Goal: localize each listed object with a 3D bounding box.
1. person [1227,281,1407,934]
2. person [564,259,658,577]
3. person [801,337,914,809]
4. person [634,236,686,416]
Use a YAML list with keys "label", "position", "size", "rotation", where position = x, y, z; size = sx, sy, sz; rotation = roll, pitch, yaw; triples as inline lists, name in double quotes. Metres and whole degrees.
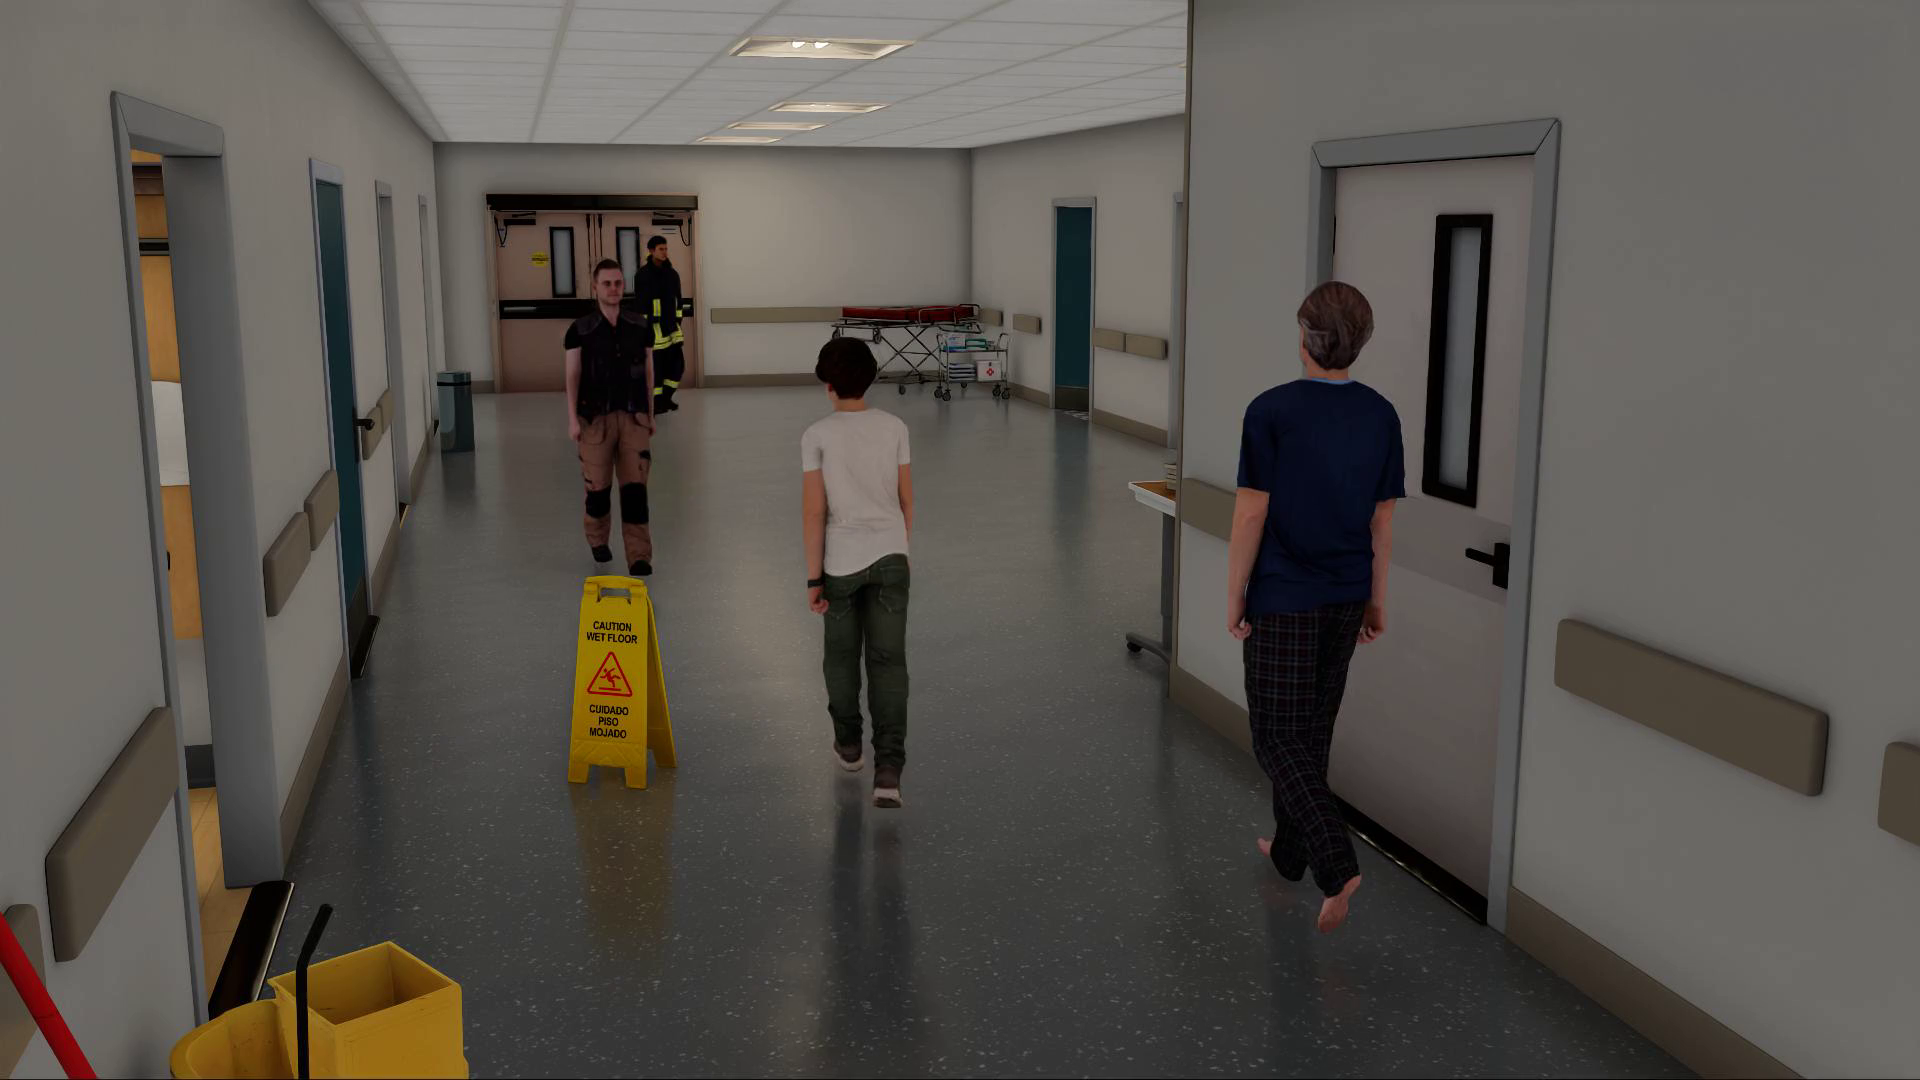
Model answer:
- label: "person"
  position: [1.037, 0.216, 4.791]
  size: [0.663, 1.841, 1.058]
  rotation: [-2, 11, -13]
- label: "person"
  position: [-2.043, -0.688, 9.696]
  size: [0.752, 1.789, 1.223]
  rotation: [-4, 11, -20]
- label: "person"
  position: [-0.320, 0.145, 5.775]
  size: [0.630, 1.615, 1.168]
  rotation: [-2, 11, -9]
- label: "person"
  position: [-3.293, -2.303, 17.870]
  size: [0.913, 1.915, 0.915]
  rotation: [10, 14, 42]
